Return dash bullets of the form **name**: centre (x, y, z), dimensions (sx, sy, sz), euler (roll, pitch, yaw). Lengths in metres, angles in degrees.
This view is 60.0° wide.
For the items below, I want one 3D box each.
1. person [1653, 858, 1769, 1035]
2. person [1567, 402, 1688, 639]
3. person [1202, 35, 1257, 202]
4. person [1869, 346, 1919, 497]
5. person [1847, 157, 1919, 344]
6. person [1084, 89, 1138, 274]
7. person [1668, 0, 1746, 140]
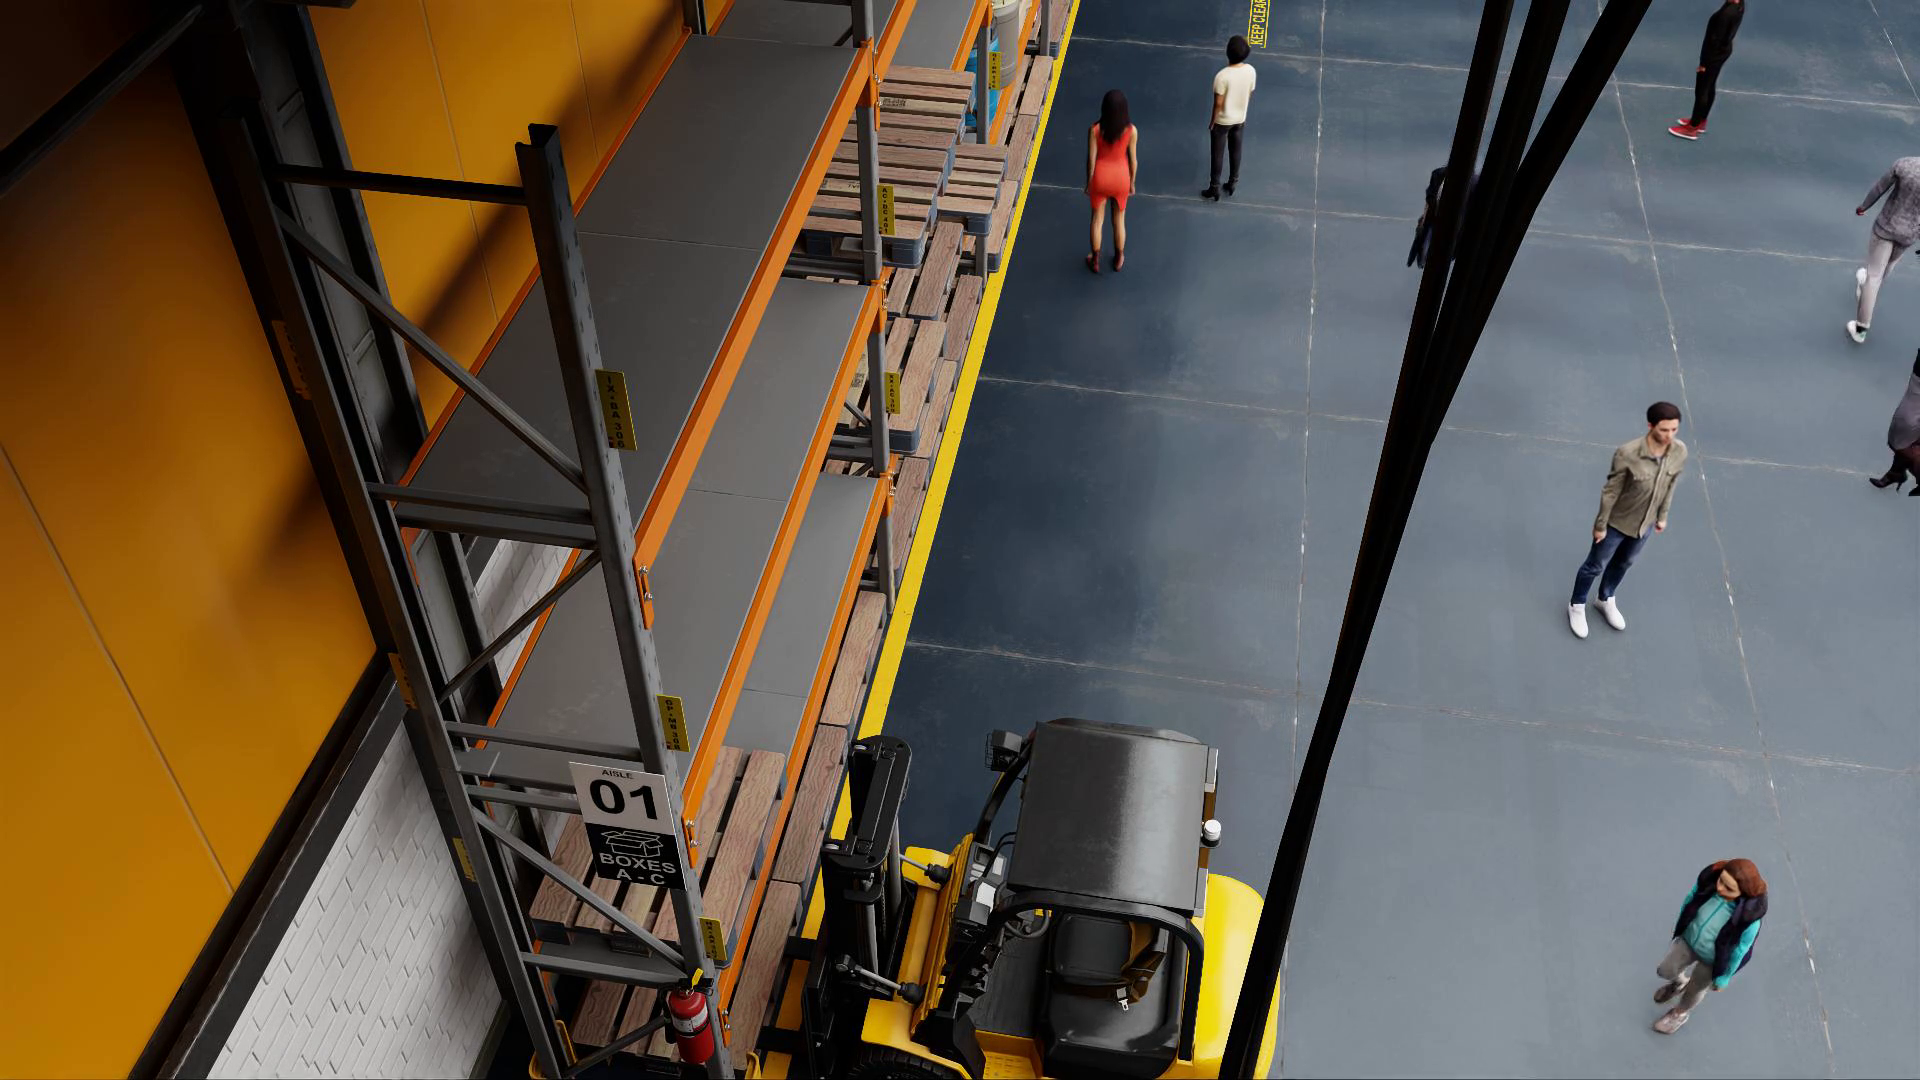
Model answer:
- **person**: centre (4.048, 2.143, 8.881), dimensions (0.753, 1.491, 0.687), euler (-22, 48, -22)
- **person**: centre (4.420, -0.158, 11.025), dimensions (0.783, 1.866, 0.745), euler (-9, 44, -10)
- **person**: centre (2.437, -3.817, 15.067), dimensions (0.654, 1.587, 0.673), euler (-18, 47, -18)
- **person**: centre (7.065, -0.952, 11.950), dimensions (0.874, 1.739, 0.824), euler (21, 47, 20)
- **person**: centre (7.583, -2.428, 13.462), dimensions (0.773, 1.791, 1.178), euler (10, 44, 10)
- **person**: centre (1.273, -3.048, 14.165), dimensions (0.630, 1.719, 0.578), euler (-2, 44, -2)
- **person**: centre (7.208, -4.629, 15.857), dimensions (0.735, 1.674, 0.625), euler (28, 50, 27)
